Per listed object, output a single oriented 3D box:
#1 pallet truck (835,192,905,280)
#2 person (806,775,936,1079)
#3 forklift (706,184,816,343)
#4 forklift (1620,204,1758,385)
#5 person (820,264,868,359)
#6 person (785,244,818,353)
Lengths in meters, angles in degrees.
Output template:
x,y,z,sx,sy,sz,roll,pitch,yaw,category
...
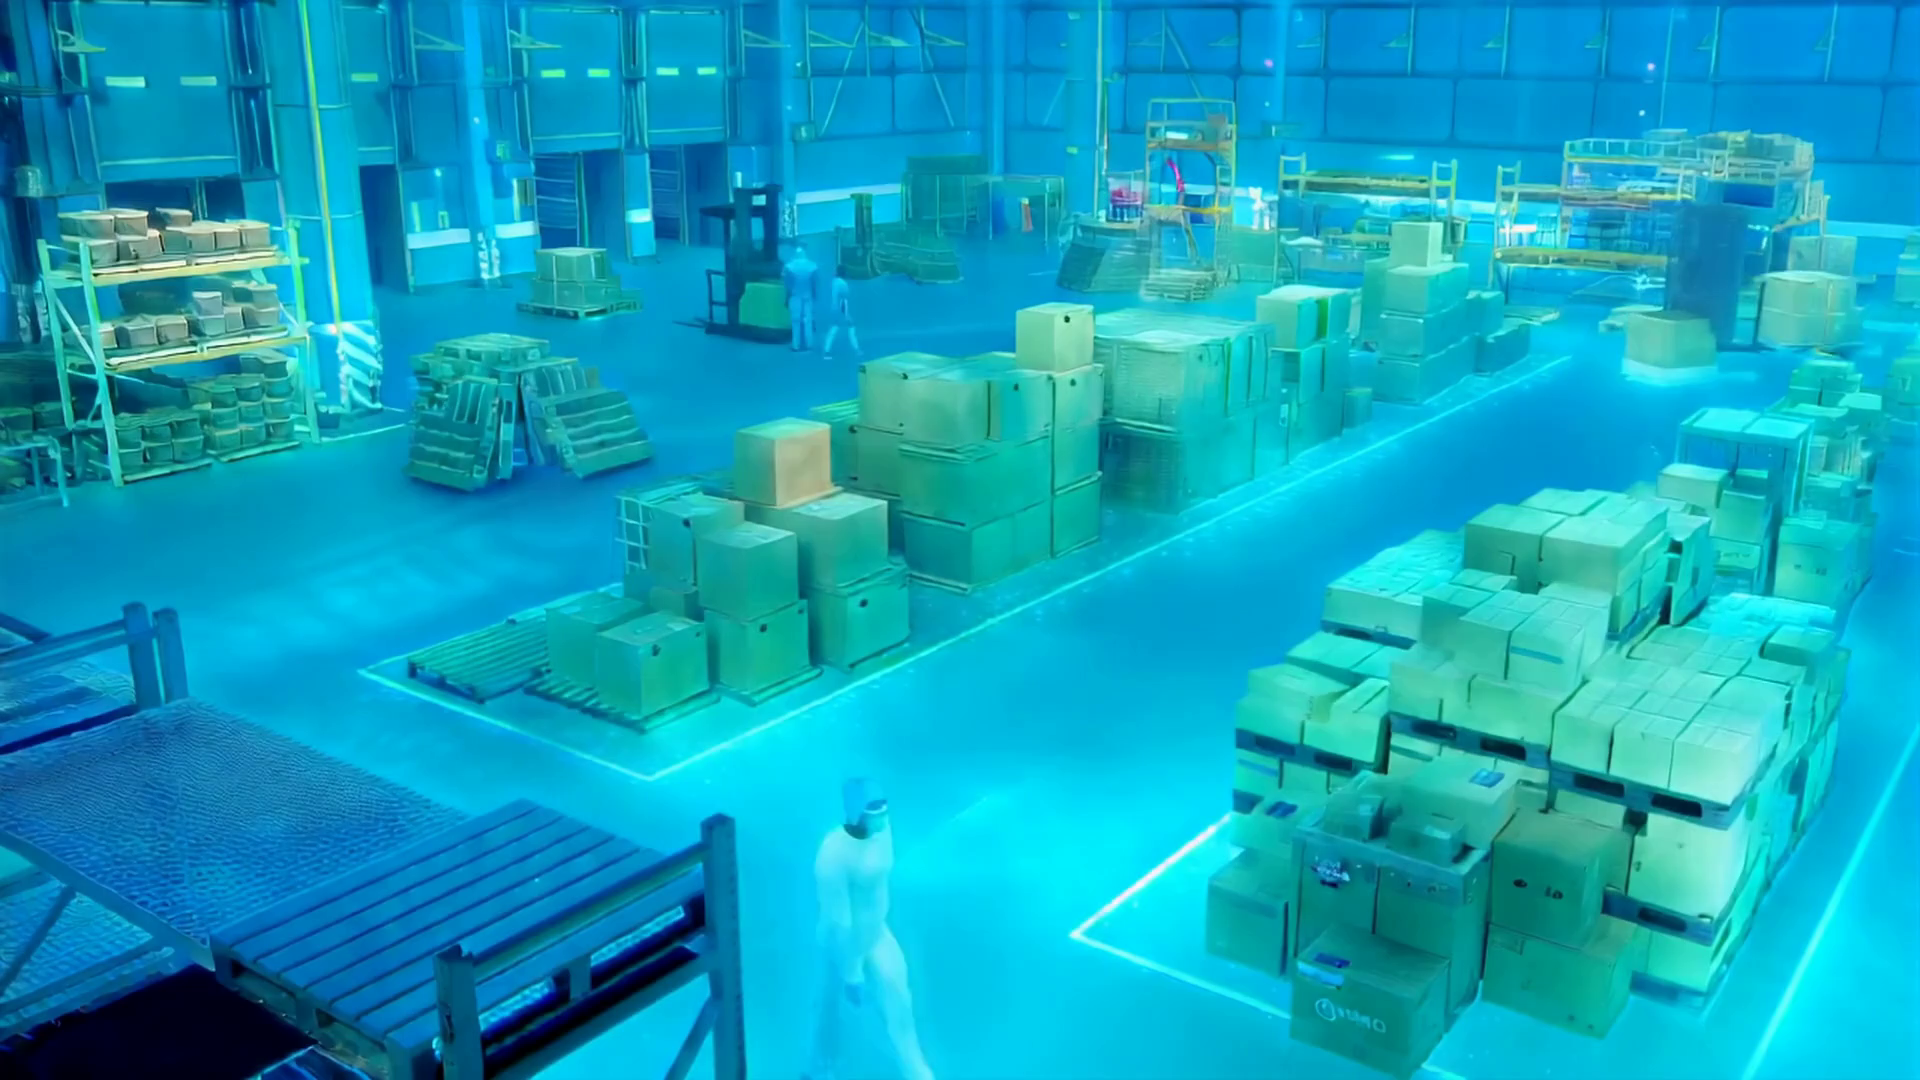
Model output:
x,y,z,sx,sy,sz,roll,pitch,yaw,category
-1.936,-7.159,38.982,1.885,1.965,0.823,-12,21,-34,pallet truck
-0.433,2.107,8.482,0.970,1.894,0.648,10,20,30,person
-3.717,-5.181,30.929,1.873,2.768,1.129,12,21,35,forklift
12.008,-4.026,27.105,1.873,2.768,1.129,-5,17,-15,forklift
-2.077,-3.993,29.089,0.857,1.652,0.535,-11,20,-31,person
-2.827,-4.309,29.666,0.636,1.931,0.377,-9,19,-28,person
